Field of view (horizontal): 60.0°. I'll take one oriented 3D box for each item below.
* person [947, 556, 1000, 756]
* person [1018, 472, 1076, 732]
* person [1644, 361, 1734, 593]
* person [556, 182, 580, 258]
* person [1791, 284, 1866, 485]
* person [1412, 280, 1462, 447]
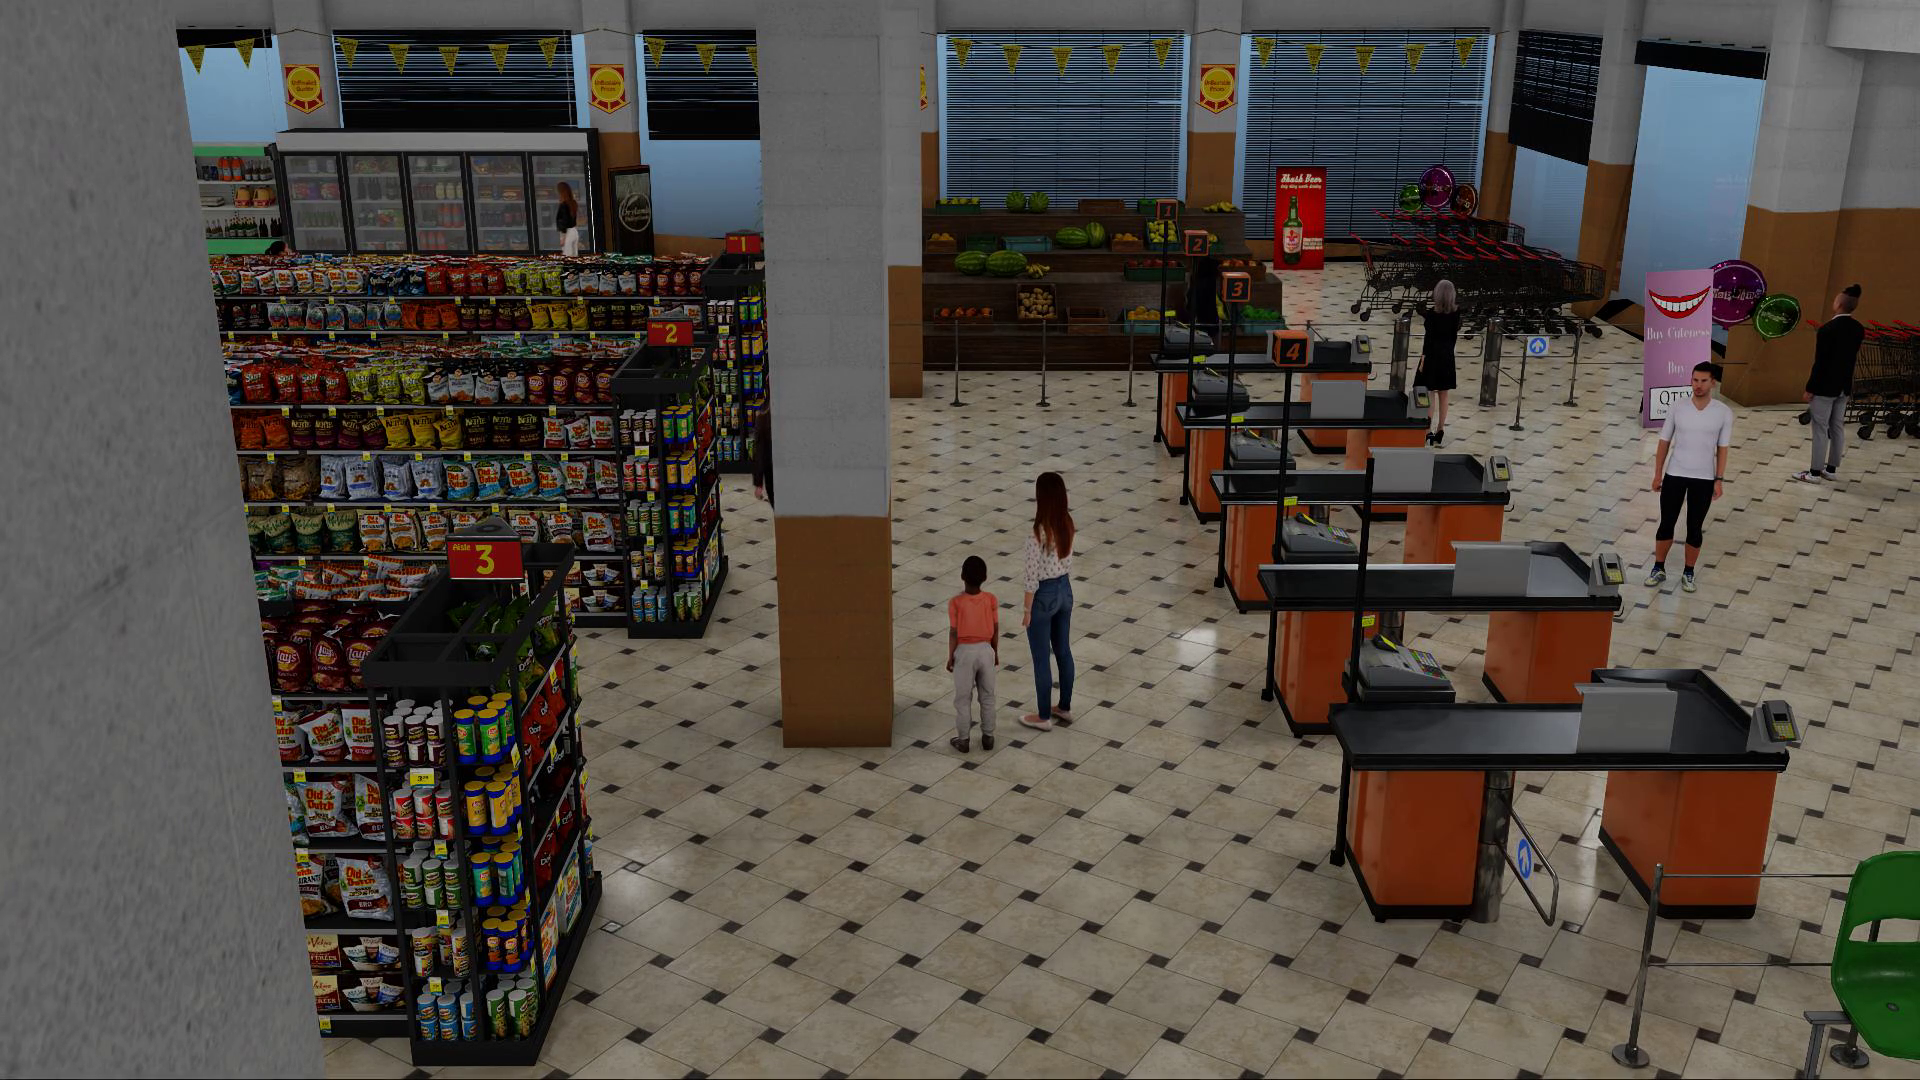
[{"bbox_3d":[0.089,0.719,10.462,0.468,1.310,0.580,-4,19,-12],"label":"person"},{"bbox_3d":[0.593,0.387,10.791,0.630,1.728,0.697,-16,25,-40],"label":"person"},{"bbox_3d":[5.831,-0.518,13.284,0.667,1.851,0.814,9,21,26],"label":"person"},{"bbox_3d":[-6.131,-4.763,26.110,0.598,1.699,0.651,4,19,13],"label":"person"},{"bbox_3d":[8.449,-1.515,16.093,0.687,1.946,0.846,-8,20,-21],"label":"person"},{"bbox_3d":[5.011,-1.867,17.449,0.626,1.747,0.739,-8,20,-21],"label":"person"}]
